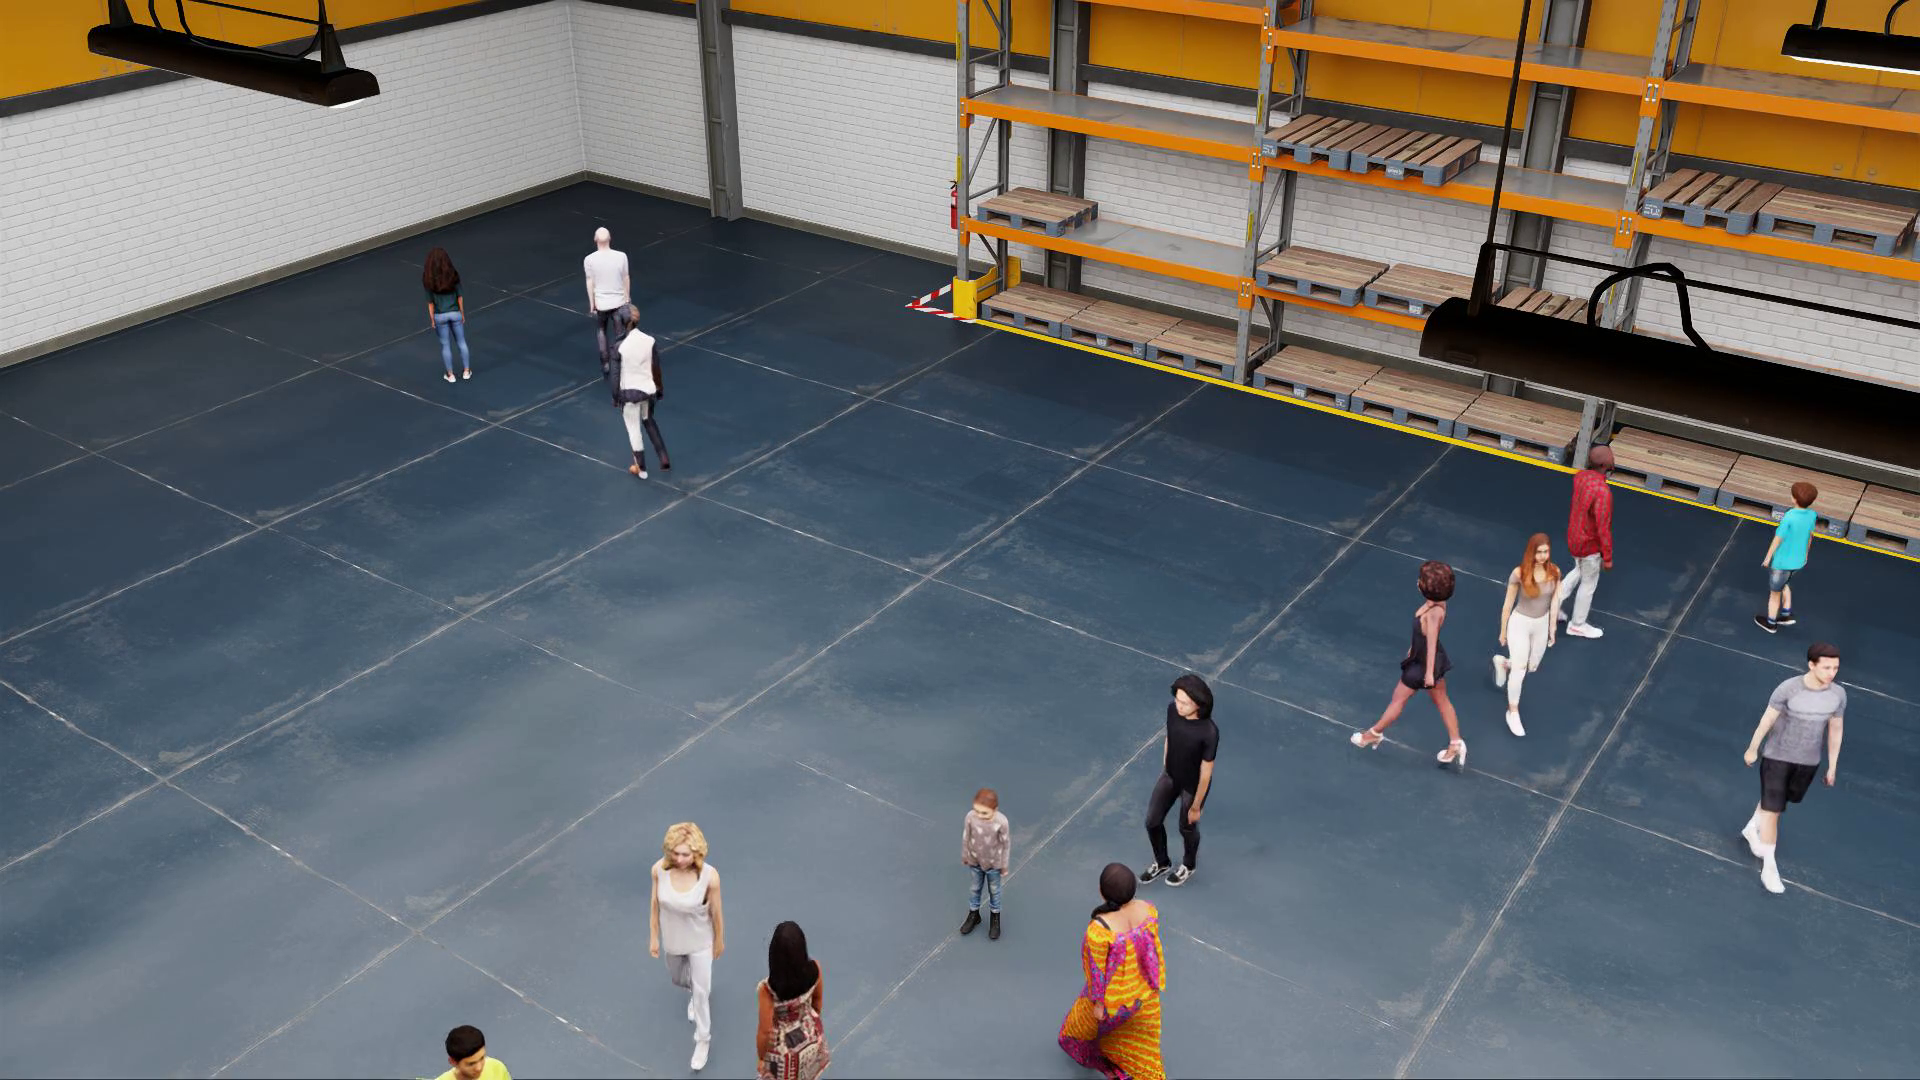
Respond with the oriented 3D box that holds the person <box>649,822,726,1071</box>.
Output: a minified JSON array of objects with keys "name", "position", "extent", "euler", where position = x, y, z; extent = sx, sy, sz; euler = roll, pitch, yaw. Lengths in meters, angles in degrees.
[{"name":"person","position":[-1.656,2.381,10.193],"extent":[0.904,1.662,0.853],"euler":[6,29,11]}]

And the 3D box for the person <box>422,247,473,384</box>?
[{"name":"person","position":[-5.995,-2.637,19.439],"extent":[0.703,1.616,0.737],"euler":[-12,31,-22]}]

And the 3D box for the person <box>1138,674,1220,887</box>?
[{"name":"person","position":[1.622,1.622,11.423],"extent":[0.819,1.816,0.708],"euler":[-19,34,-30]}]

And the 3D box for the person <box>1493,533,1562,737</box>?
[{"name":"person","position":[4.502,0.678,13.273],"extent":[0.982,1.702,1.030],"euler":[-4,29,-7]}]

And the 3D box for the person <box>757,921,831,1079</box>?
[{"name":"person","position":[-0.939,2.841,9.369],"extent":[0.644,1.642,0.728],"euler":[25,37,37]}]

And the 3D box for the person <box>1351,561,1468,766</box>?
[{"name":"person","position":[3.641,0.987,12.669],"extent":[1.146,1.737,0.735],"euler":[11,31,19]}]

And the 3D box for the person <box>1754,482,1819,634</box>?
[{"name":"person","position":[7.253,0.178,14.458],"extent":[0.650,1.445,0.697],"euler":[-10,30,-18]}]

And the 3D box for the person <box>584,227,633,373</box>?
[{"name":"person","position":[-4.065,-2.722,19.385],"extent":[0.794,1.817,0.846],"euler":[-7,29,-12]}]

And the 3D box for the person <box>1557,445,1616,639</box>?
[{"name":"person","position":[5.374,0.011,14.375],"extent":[0.933,1.818,0.876],"euler":[-1,29,-2]}]

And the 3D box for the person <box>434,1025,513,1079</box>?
[{"name":"person","position":[-2.578,3.162,8.721],"extent":[0.680,1.700,0.703],"euler":[25,37,38]}]

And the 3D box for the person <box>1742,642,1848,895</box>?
[{"name":"person","position":[5.794,1.460,11.689],"extent":[1.117,1.845,1.101],"euler":[1,29,1]}]

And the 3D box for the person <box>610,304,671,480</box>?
[{"name":"person","position":[-3.268,-1.473,17.029],"extent":[0.811,1.880,0.873],"euler":[-21,35,-33]}]

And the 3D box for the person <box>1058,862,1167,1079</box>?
[{"name":"person","position":[0.974,2.644,9.731],"extent":[0.995,1.643,1.297],"euler":[-16,32,-27]}]

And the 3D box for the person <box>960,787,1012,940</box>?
[{"name":"person","position":[0.179,2.129,11.150],"extent":[0.479,1.188,0.588],"euler":[9,30,16]}]
